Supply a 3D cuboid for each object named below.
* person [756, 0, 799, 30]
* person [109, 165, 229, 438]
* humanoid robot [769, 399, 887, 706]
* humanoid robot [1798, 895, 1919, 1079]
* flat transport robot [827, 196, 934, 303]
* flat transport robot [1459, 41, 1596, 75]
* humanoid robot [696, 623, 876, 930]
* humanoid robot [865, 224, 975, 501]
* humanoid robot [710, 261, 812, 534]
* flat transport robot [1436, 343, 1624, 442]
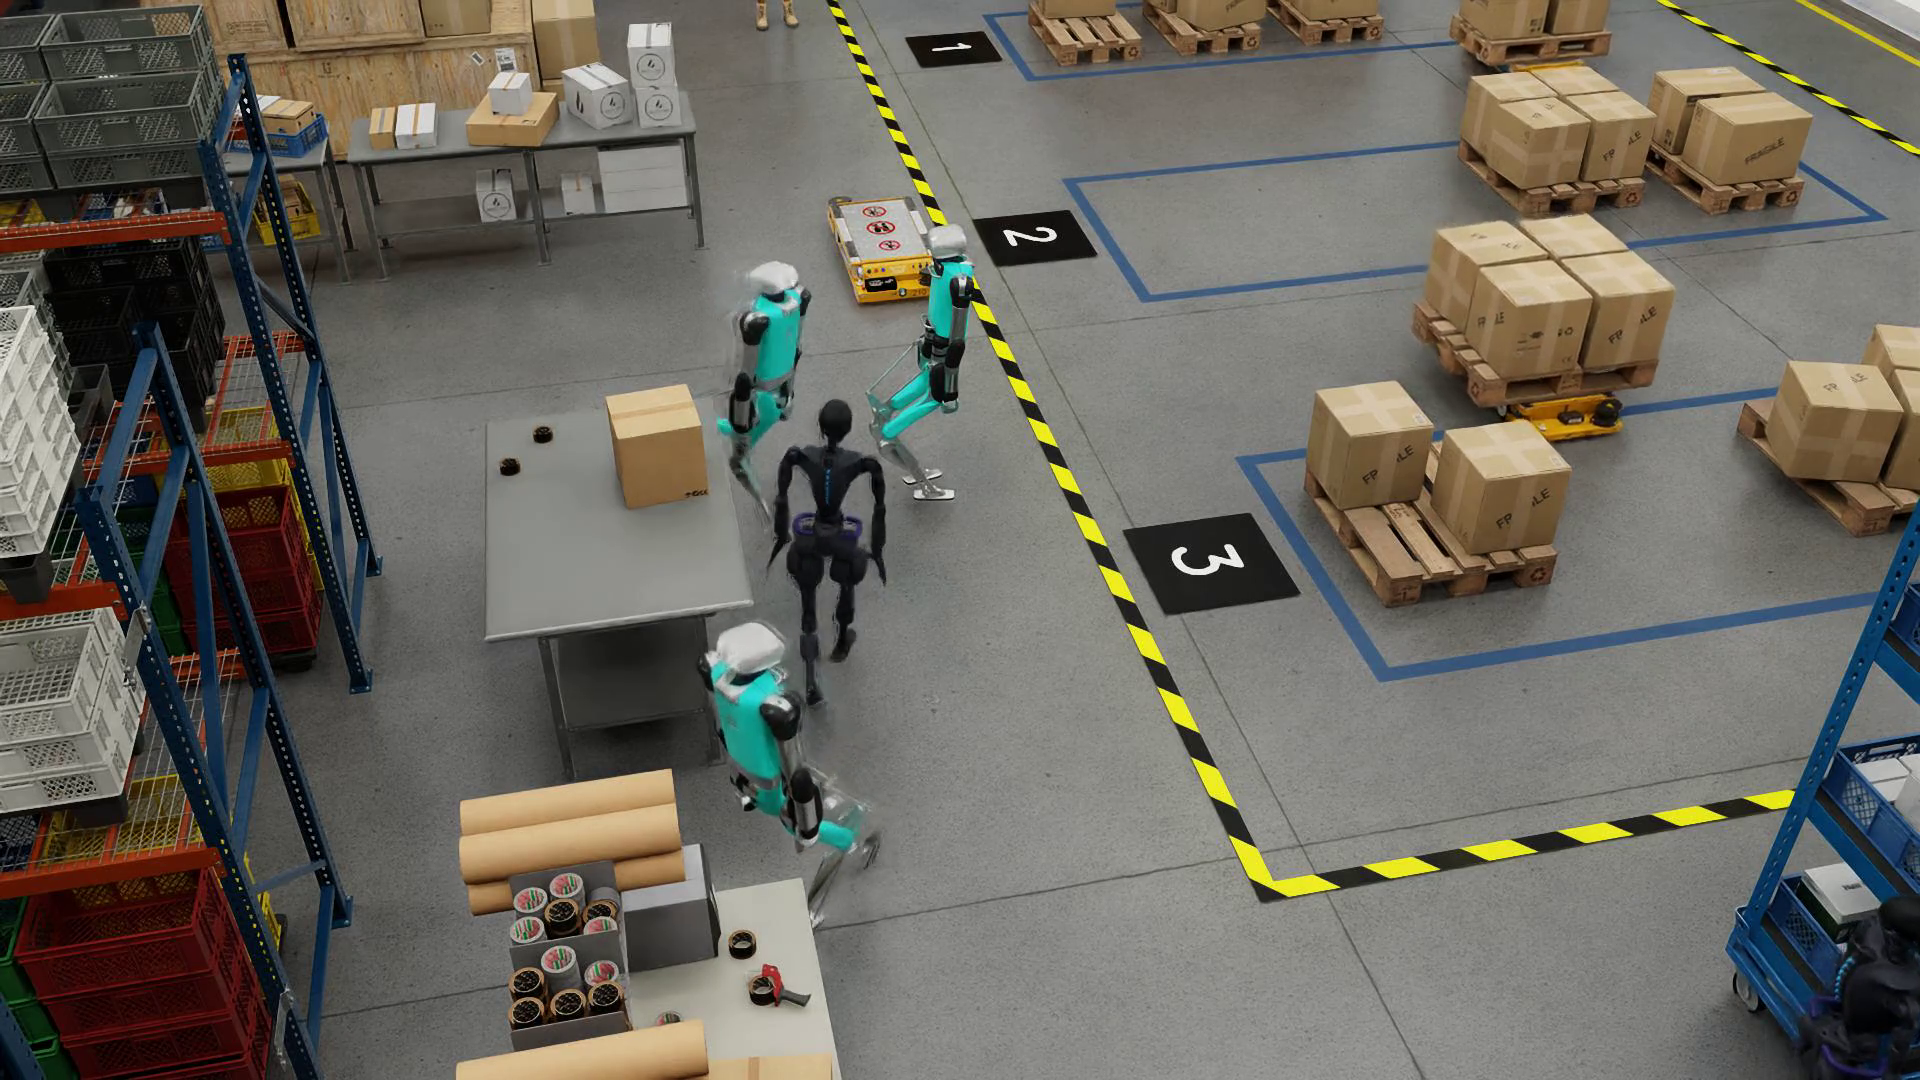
[{"bbox_3d":[-1.825,-5.985,16.113,0.615,2.041,0.377,-9,38,-12],"label":"person"},{"bbox_3d":[-4.903,-1.482,10.239,0.331,1.836,0.503,-31,46,-34],"label":"person"},{"bbox_3d":[-0.694,0.068,8.319,0.610,1.630,0.690,8,37,11],"label":"humanoid robot"},{"bbox_3d":[3.136,1.856,5.873,0.364,1.644,0.596,6,37,7],"label":"humanoid robot"},{"bbox_3d":[-0.570,-2.220,12.538,0.659,0.231,1.431,-8,37,-10],"label":"flat transport robot"},{"bbox_3d":[5.326,-4.528,15.617,0.652,0.197,1.431,-8,37,-10],"label":"flat transport robot"},{"bbox_3d":[-0.605,0.997,7.050,0.548,1.859,0.841,31,46,34],"label":"humanoid robot"},{"bbox_3d":[-0.281,-0.980,9.528,0.735,1.677,0.533,-8,37,-11],"label":"humanoid robot"},{"bbox_3d":[-1.351,-0.810,9.432,1.021,1.752,0.547,13,39,16],"label":"humanoid robot"},{"bbox_3d":[3.746,-1.127,11.046,0.652,0.197,1.431,-8,37,-10],"label":"flat transport robot"}]
